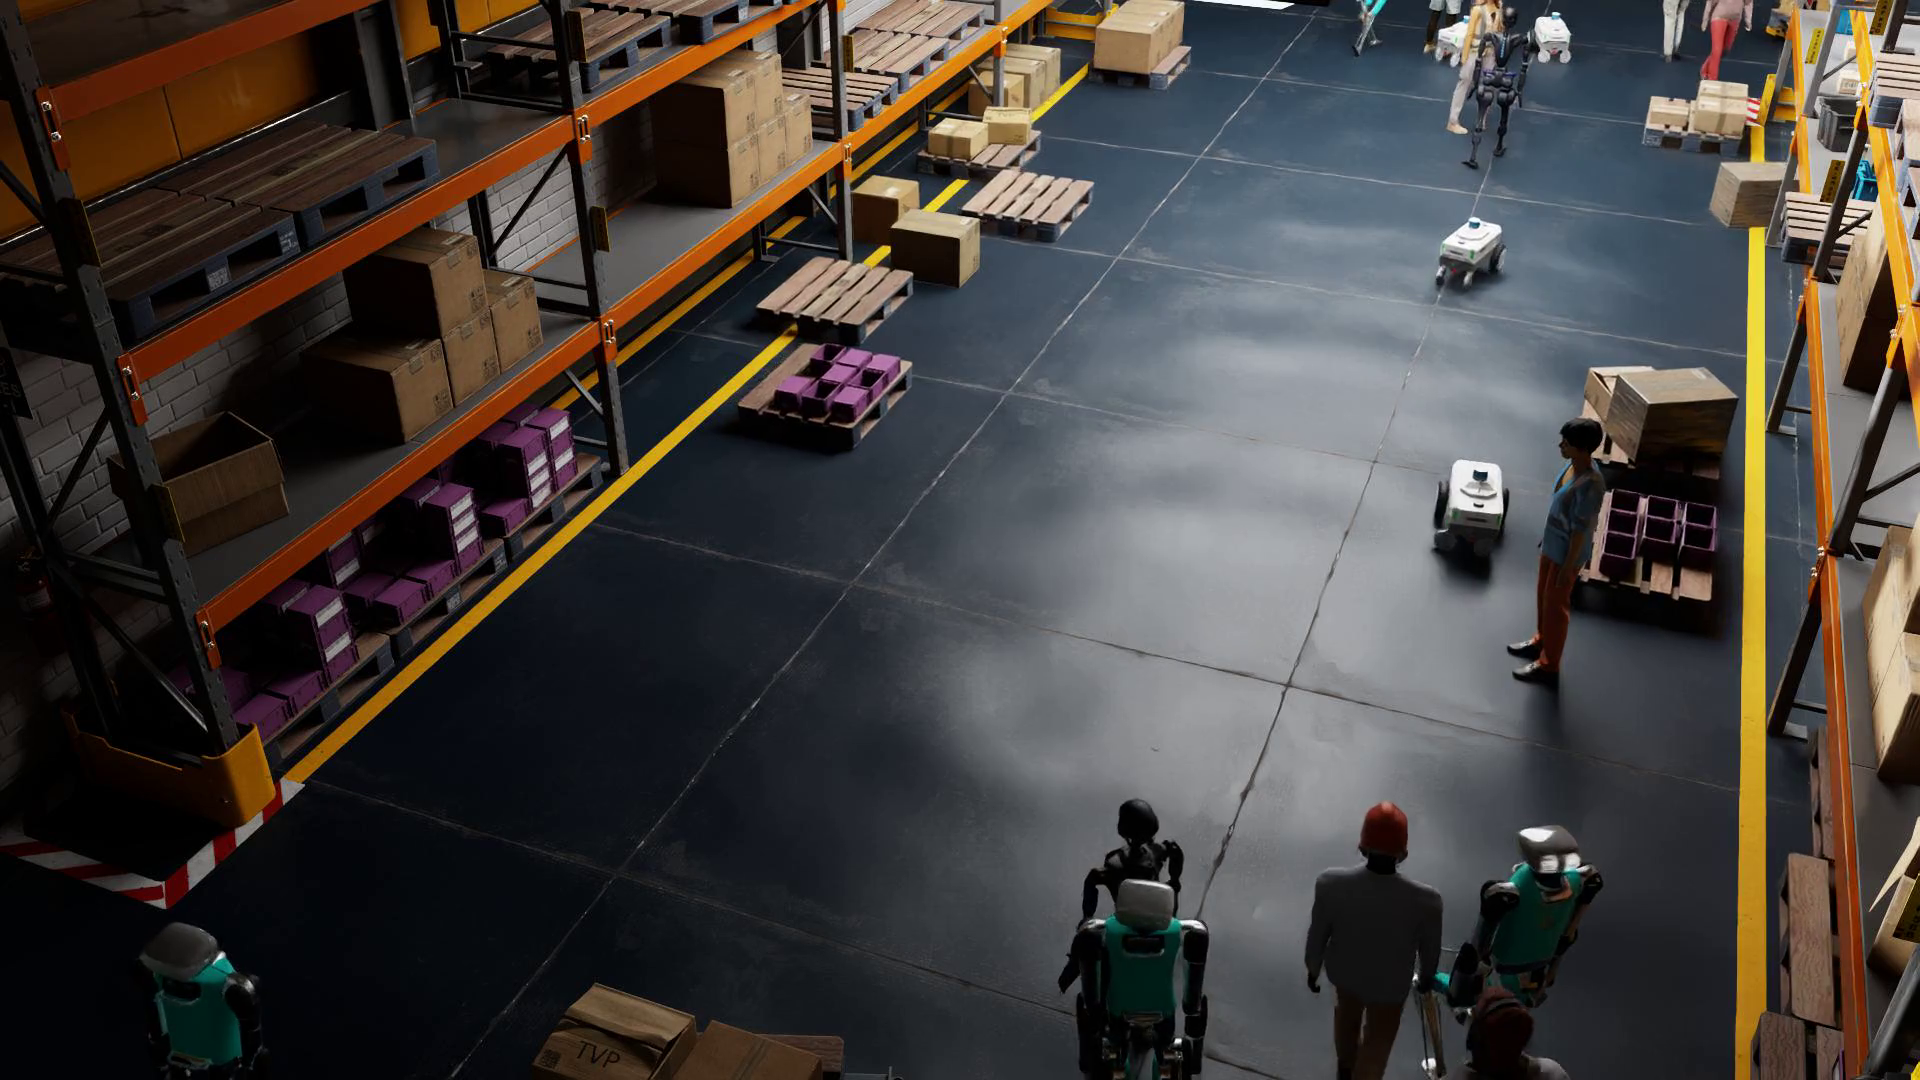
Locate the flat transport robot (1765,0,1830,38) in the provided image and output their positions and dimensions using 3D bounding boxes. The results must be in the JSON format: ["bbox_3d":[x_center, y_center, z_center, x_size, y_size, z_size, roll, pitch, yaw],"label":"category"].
[{"bbox_3d":[11.282,-6.550,21.728,0.659,0.231,1.431,-8,34,-13],"label":"flat transport robot"}]

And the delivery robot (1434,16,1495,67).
[{"bbox_3d":[6.434,-6.359,21.186,0.816,0.613,0.499,-20,38,-28],"label":"delivery robot"}]

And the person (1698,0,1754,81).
[{"bbox_3d":[9.144,-6.215,19.847,0.525,1.735,0.758,-5,33,-7],"label":"person"}]

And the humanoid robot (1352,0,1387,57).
[{"bbox_3d":[5.308,-7.086,21.238,0.950,1.804,0.560,-27,42,-35],"label":"humanoid robot"}]

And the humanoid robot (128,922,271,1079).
[{"bbox_3d":[-3.035,2.377,6.578,0.556,1.790,0.754,8,34,12],"label":"humanoid robot"}]

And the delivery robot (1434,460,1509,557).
[{"bbox_3d":[3.615,-0.264,11.726,0.521,0.583,0.752,8,34,12],"label":"delivery robot"}]

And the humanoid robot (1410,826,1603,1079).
[{"bbox_3d":[2.310,1.850,7.386,0.544,1.796,0.738,-9,34,-14],"label":"humanoid robot"}]

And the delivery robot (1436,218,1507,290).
[{"bbox_3d":[4.758,-2.714,15.521,0.499,0.587,0.781,22,39,30],"label":"delivery robot"}]

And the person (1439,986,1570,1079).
[{"bbox_3d":[1.904,2.446,6.314,0.658,1.891,0.410,-9,34,-13],"label":"person"}]

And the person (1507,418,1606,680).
[{"bbox_3d":[3.665,0.053,10.140,0.329,1.759,0.503,3,33,4],"label":"person"}]

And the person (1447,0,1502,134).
[{"bbox_3d":[5.850,-5.468,18.677,0.528,1.764,0.386,-20,38,-28],"label":"person"}]

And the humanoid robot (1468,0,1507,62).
[{"bbox_3d":[6.720,-6.847,20.931,0.613,1.637,0.610,-19,37,-27],"label":"humanoid robot"}]

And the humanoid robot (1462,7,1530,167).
[{"bbox_3d":[5.781,-4.879,17.872,0.585,1.621,0.688,12,35,18],"label":"humanoid robot"}]

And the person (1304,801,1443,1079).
[{"bbox_3d":[1.784,1.910,7.297,0.565,1.720,0.762,15,36,22],"label":"person"}]

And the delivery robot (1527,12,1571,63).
[{"bbox_3d":[7.593,-6.454,21.310,0.524,0.587,0.745,4,33,7],"label":"delivery robot"}]

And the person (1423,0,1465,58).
[{"bbox_3d":[6.208,-6.985,21.092,0.321,1.691,0.531,-22,39,-31],"label":"person"}]

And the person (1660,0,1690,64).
[{"bbox_3d":[9.063,-6.995,20.948,0.562,1.864,0.643,2,33,3],"label":"person"}]

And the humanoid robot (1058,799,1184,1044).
[{"bbox_3d":[0.733,1.829,7.504,0.603,1.641,0.505,-18,37,-25],"label":"humanoid robot"}]

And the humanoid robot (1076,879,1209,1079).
[{"bbox_3d":[0.727,2.285,6.757,0.559,1.822,0.780,1,33,2],"label":"humanoid robot"}]
